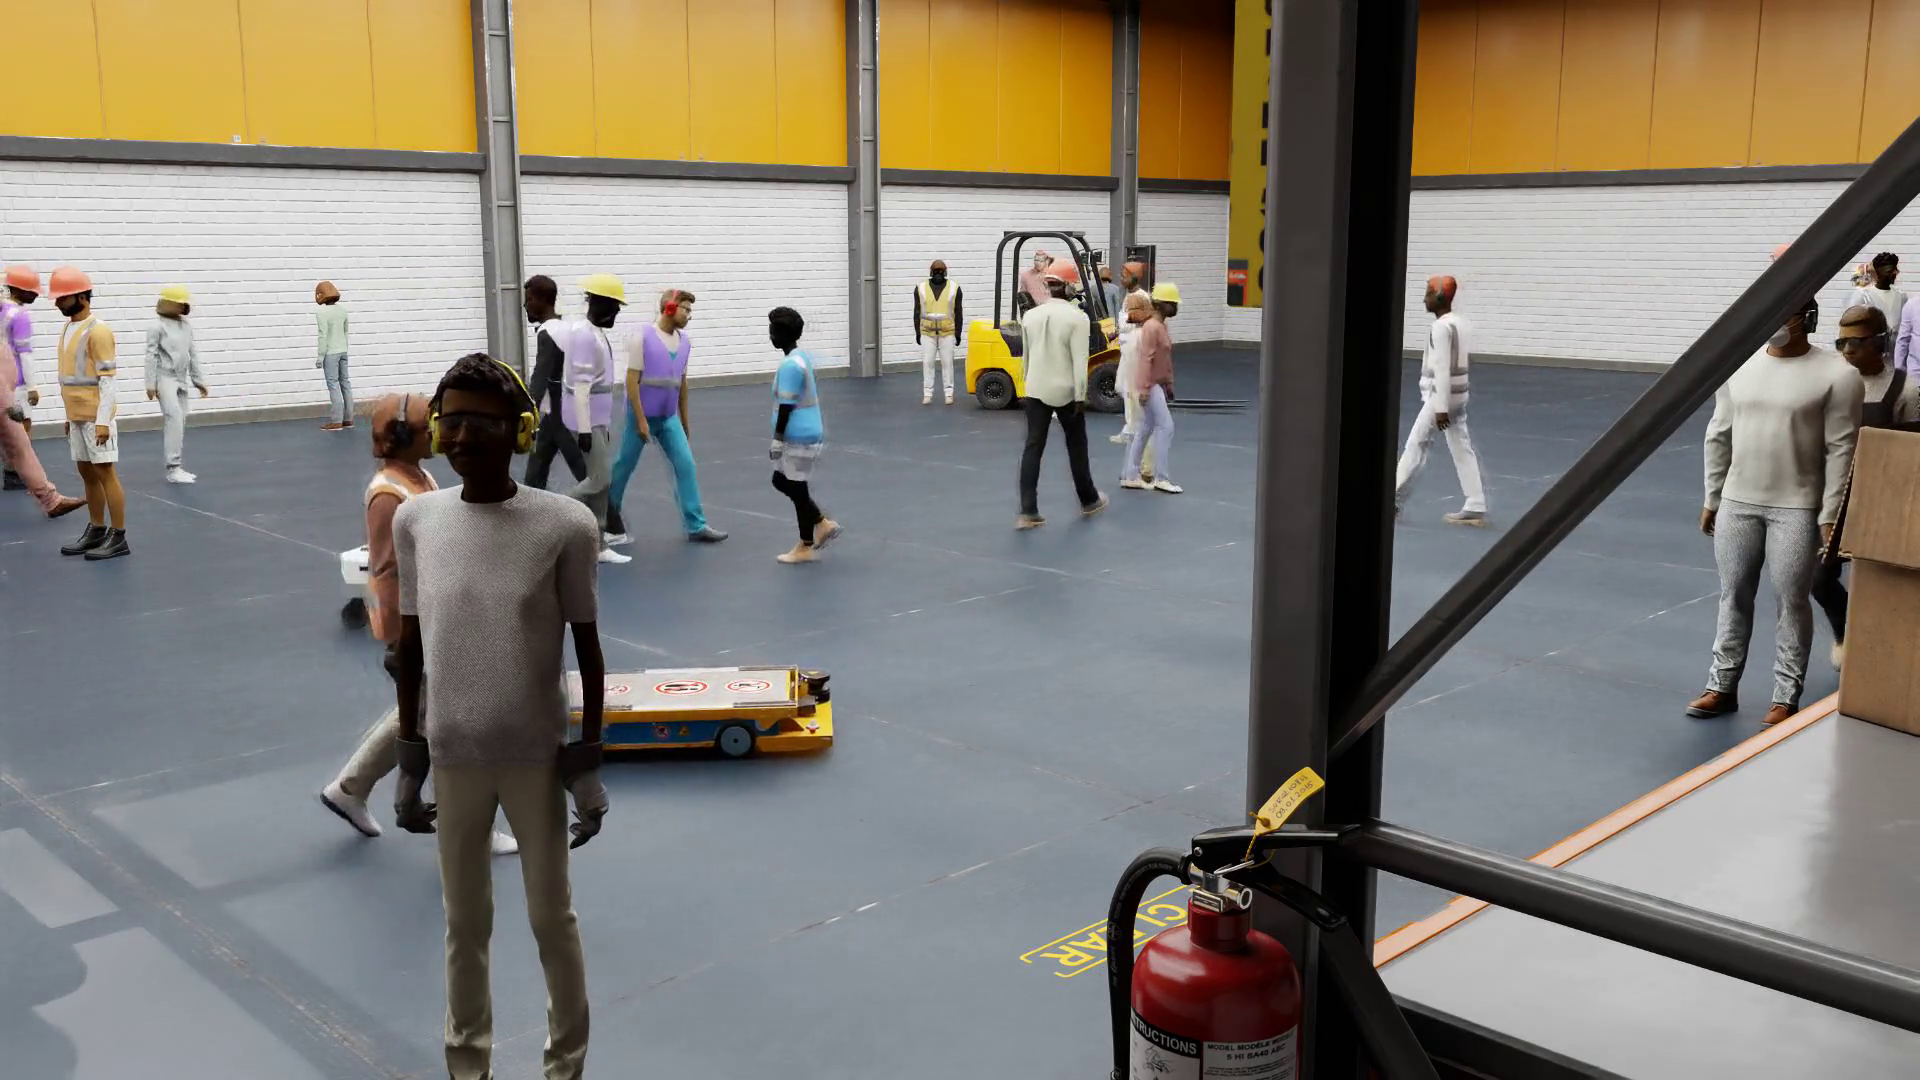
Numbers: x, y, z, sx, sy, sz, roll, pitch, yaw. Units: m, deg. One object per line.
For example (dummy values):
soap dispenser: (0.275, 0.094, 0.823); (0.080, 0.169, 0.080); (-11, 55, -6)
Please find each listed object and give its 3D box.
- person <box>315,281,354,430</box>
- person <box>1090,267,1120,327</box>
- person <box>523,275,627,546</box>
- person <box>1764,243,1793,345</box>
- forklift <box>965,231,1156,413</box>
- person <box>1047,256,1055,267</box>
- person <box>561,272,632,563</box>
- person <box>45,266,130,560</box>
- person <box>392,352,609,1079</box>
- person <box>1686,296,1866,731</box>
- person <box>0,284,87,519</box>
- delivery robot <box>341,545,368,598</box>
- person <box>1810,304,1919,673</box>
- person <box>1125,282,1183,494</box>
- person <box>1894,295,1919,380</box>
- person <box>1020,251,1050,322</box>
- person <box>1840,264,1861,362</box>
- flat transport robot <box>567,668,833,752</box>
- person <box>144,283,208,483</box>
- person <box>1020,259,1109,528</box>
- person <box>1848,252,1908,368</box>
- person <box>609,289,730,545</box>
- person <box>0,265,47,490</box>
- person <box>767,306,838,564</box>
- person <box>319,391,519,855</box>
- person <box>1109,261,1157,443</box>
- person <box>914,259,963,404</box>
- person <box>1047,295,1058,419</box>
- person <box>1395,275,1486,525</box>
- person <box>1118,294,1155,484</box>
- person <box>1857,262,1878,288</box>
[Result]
person: (-6.901, -2.025, 18.299); (0.279, 1.633, 0.498); (3, 11, 15)
person: (2.296, -3.512, 26.406); (0.499, 1.633, 0.289); (2, 11, 13)
person: (-2.757, -0.861, 11.335); (0.977, 1.862, 0.583); (-2, 11, -11)
person: (8.829, -2.161, 17.922); (0.374, 2.043, 0.614); (4, 11, 22)
forklift: (1.222, -2.721, 20.561); (2.313, 2.155, 1.214); (2, 11, 13)
person: (1.473, -3.482, 25.774); (0.738, 1.812, 0.644); (8, 13, 37)
person: (-2.410, -0.773, 10.745); (0.574, 1.899, 0.614); (0, 10, -2)
person: (-5.774, -0.833, 10.981); (0.543, 1.933, 0.364); (8, 13, 36)
person: (-1.062, 0.509, 3.824); (0.515, 1.876, 0.328); (1, 10, 4)
person: (3.514, -0.142, 7.198); (0.373, 1.940, 0.628); (-9, 14, -41)
person: (-7.017, -1.016, 12.186); (0.986, 1.858, 0.651); (-4, 11, -21)
delivery robot: (-2.990, 0.161, 9.066); (0.707, 0.478, 0.477); (2, 11, 11)
person: (4.154, -0.166, 7.637); (0.593, 1.825, 0.517); (10, 14, 44)
person: (1.679, -1.260, 13.811); (0.663, 1.740, 0.539); (3, 11, 18)
person: (8.429, -1.441, 14.377); (0.652, 1.904, 0.403); (7, 13, 34)
person: (1.187, -3.313, 24.594); (0.638, 1.904, 0.402); (1, 10, 6)
person: (10.234, -2.224, 18.957); (0.425, 1.795, 0.676); (1, 10, 3)
flat transport robot: (-1.261, 0.720, 7.047); (1.431, 0.197, 0.652); (-1, 10, -5)
person: (-6.811, -1.364, 14.430); (0.373, 1.734, 0.505); (2, 11, 11)
person: (0.754, -1.090, 12.304); (0.643, 1.941, 1.007); (7, 13, 35)
person: (9.149, -1.881, 16.600); (0.607, 1.966, 0.366); (-2, 11, -11)
person: (-2.123, -0.840, 11.492); (0.852, 1.775, 0.629); (7, 12, 32)
person: (-7.957, -1.335, 13.851); (0.613, 1.886, 0.694); (8, 13, 37)
person: (-1.064, -0.668, 10.768); (0.386, 1.679, 0.524); (-1, 10, -4)
person: (-1.885, 0.294, 5.703); (0.714, 1.617, 0.531); (-1, 10, -5)
person: (1.836, -1.930, 17.142); (0.543, 1.869, 0.587); (-2, 11, -12)
person: (-0.275, -2.616, 20.999); (0.626, 1.836, 0.431); (1, 10, 3)
person: (1.145, -2.308, 19.478); (0.328, 1.767, 0.530); (2, 11, 9)
person: (3.498, -1.033, 12.336); (0.971, 1.828, 0.604); (6, 12, 31)
person: (1.532, -1.284, 14.262); (0.268, 1.631, 0.507); (-1, 10, -7)
person: (9.758, -2.035, 17.796); (0.673, 1.845, 0.978); (-2, 11, -12)
